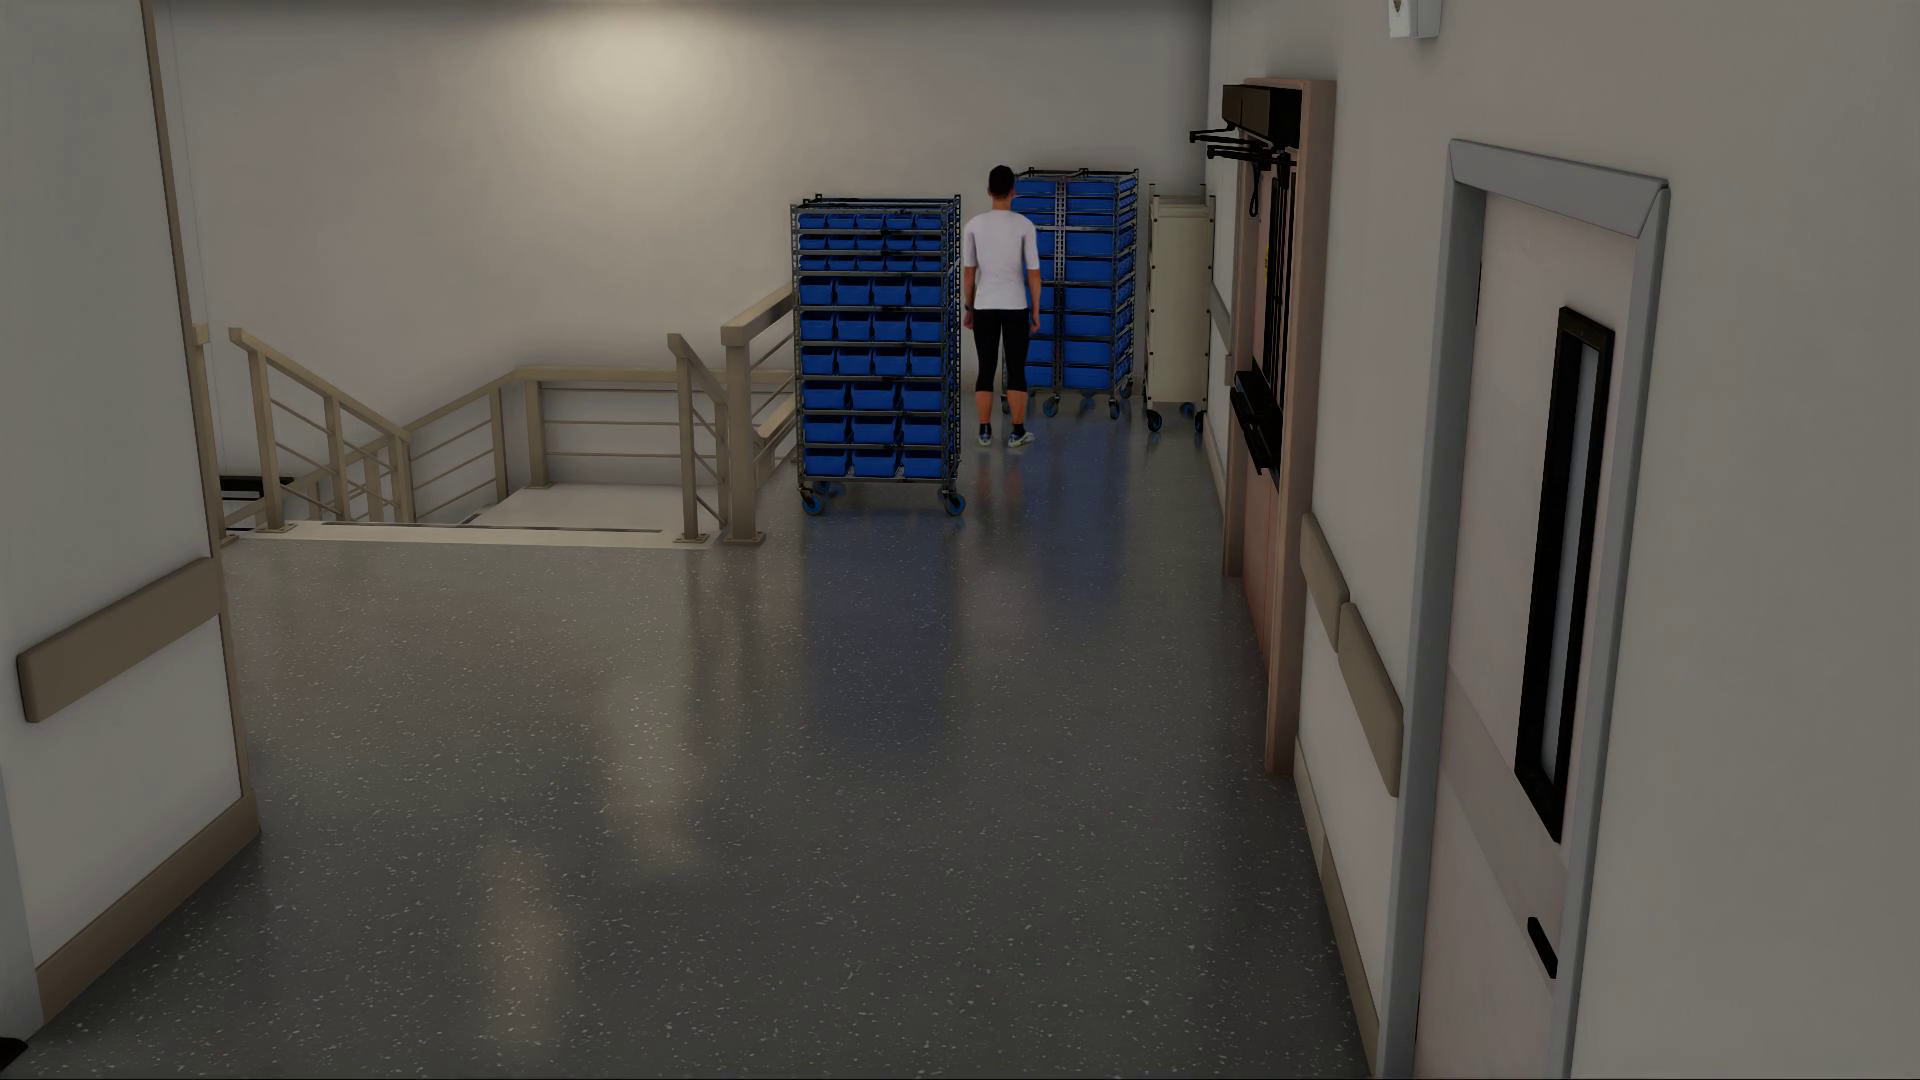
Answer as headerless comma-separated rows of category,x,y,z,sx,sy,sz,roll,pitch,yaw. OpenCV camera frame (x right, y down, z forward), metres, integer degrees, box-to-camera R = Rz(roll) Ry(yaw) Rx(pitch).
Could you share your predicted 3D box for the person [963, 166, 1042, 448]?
person,0.271,-1.544,11.054,0.694,1.851,0.574,3,16,11
